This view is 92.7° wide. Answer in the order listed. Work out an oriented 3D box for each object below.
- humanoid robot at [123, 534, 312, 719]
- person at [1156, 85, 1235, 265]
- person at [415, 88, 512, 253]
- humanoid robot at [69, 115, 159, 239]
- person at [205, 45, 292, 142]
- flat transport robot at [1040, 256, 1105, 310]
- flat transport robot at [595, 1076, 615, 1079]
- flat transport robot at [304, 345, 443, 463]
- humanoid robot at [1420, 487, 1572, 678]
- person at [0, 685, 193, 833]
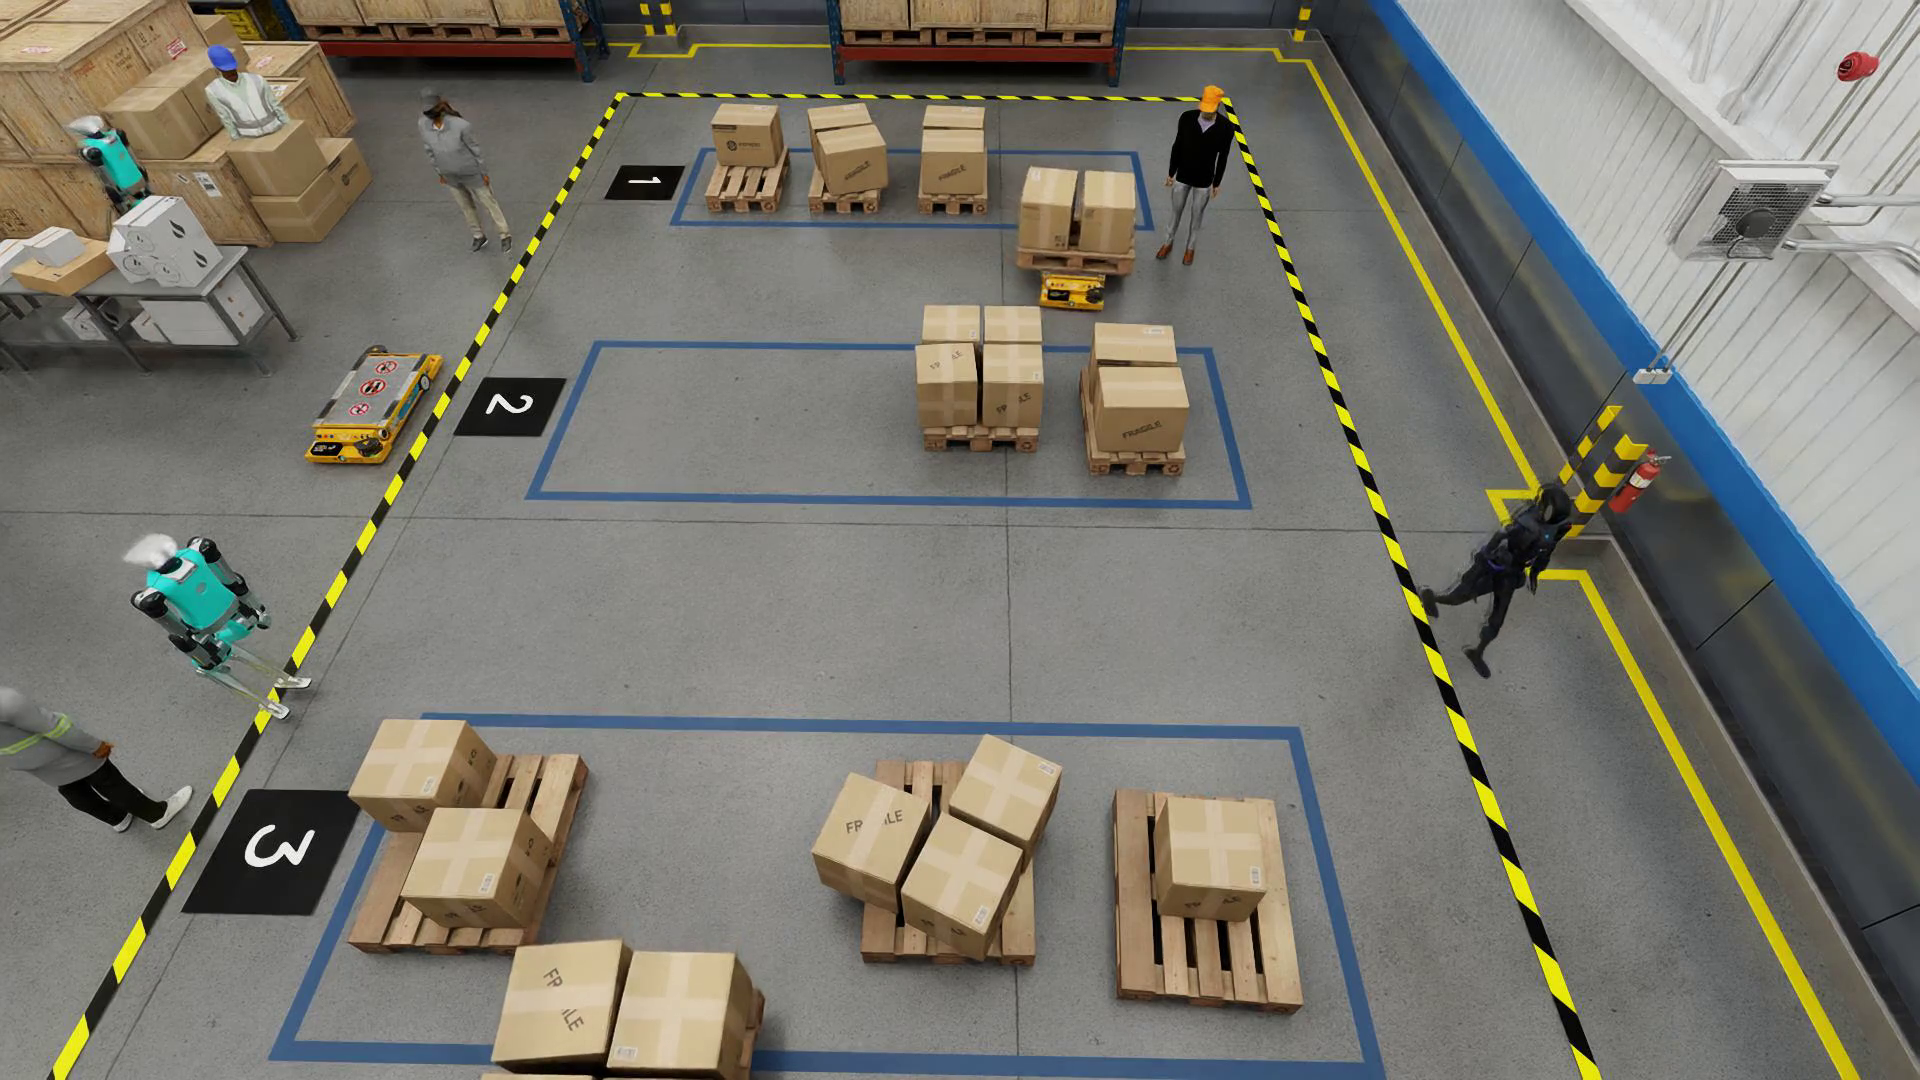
[{"bbox_3d":[-4.843,0.540,5.857,0.735,1.681,0.533,10,50,8],"label":"humanoid robot"},{"bbox_3d":[2.429,-3.754,9.490,0.585,1.879,0.381,20,53,16],"label":"person"},{"bbox_3d":[-5.234,-3.871,9.659,0.572,1.766,0.396,2,50,1],"label":"person"},{"bbox_3d":[-8.485,-3.328,9.276,0.834,1.861,0.548,-1,50,-1],"label":"humanoid robot"},{"bbox_3d":[-7.539,-4.365,9.969,0.602,1.939,0.412,-34,58,-26],"label":"person"},{"bbox_3d":[1.231,-3.002,9.889,0.652,0.197,1.431,5,50,4],"label":"flat transport robot"},{"bbox_3d":[-1.683,2.963,4.842,0.652,0.197,1.431,1,50,1],"label":"flat transport robot"},{"bbox_3d":[-5.383,-1.269,8.441,0.659,0.231,1.431,1,50,1],"label":"flat transport robot"},{"bbox_3d":[3.704,0.196,6.311,0.608,1.636,0.761,-8,50,-7],"label":"humanoid robot"},{"bbox_3d":[-5.318,1.170,5.340,0.597,1.850,0.397,-1,50,-1],"label":"person"}]
